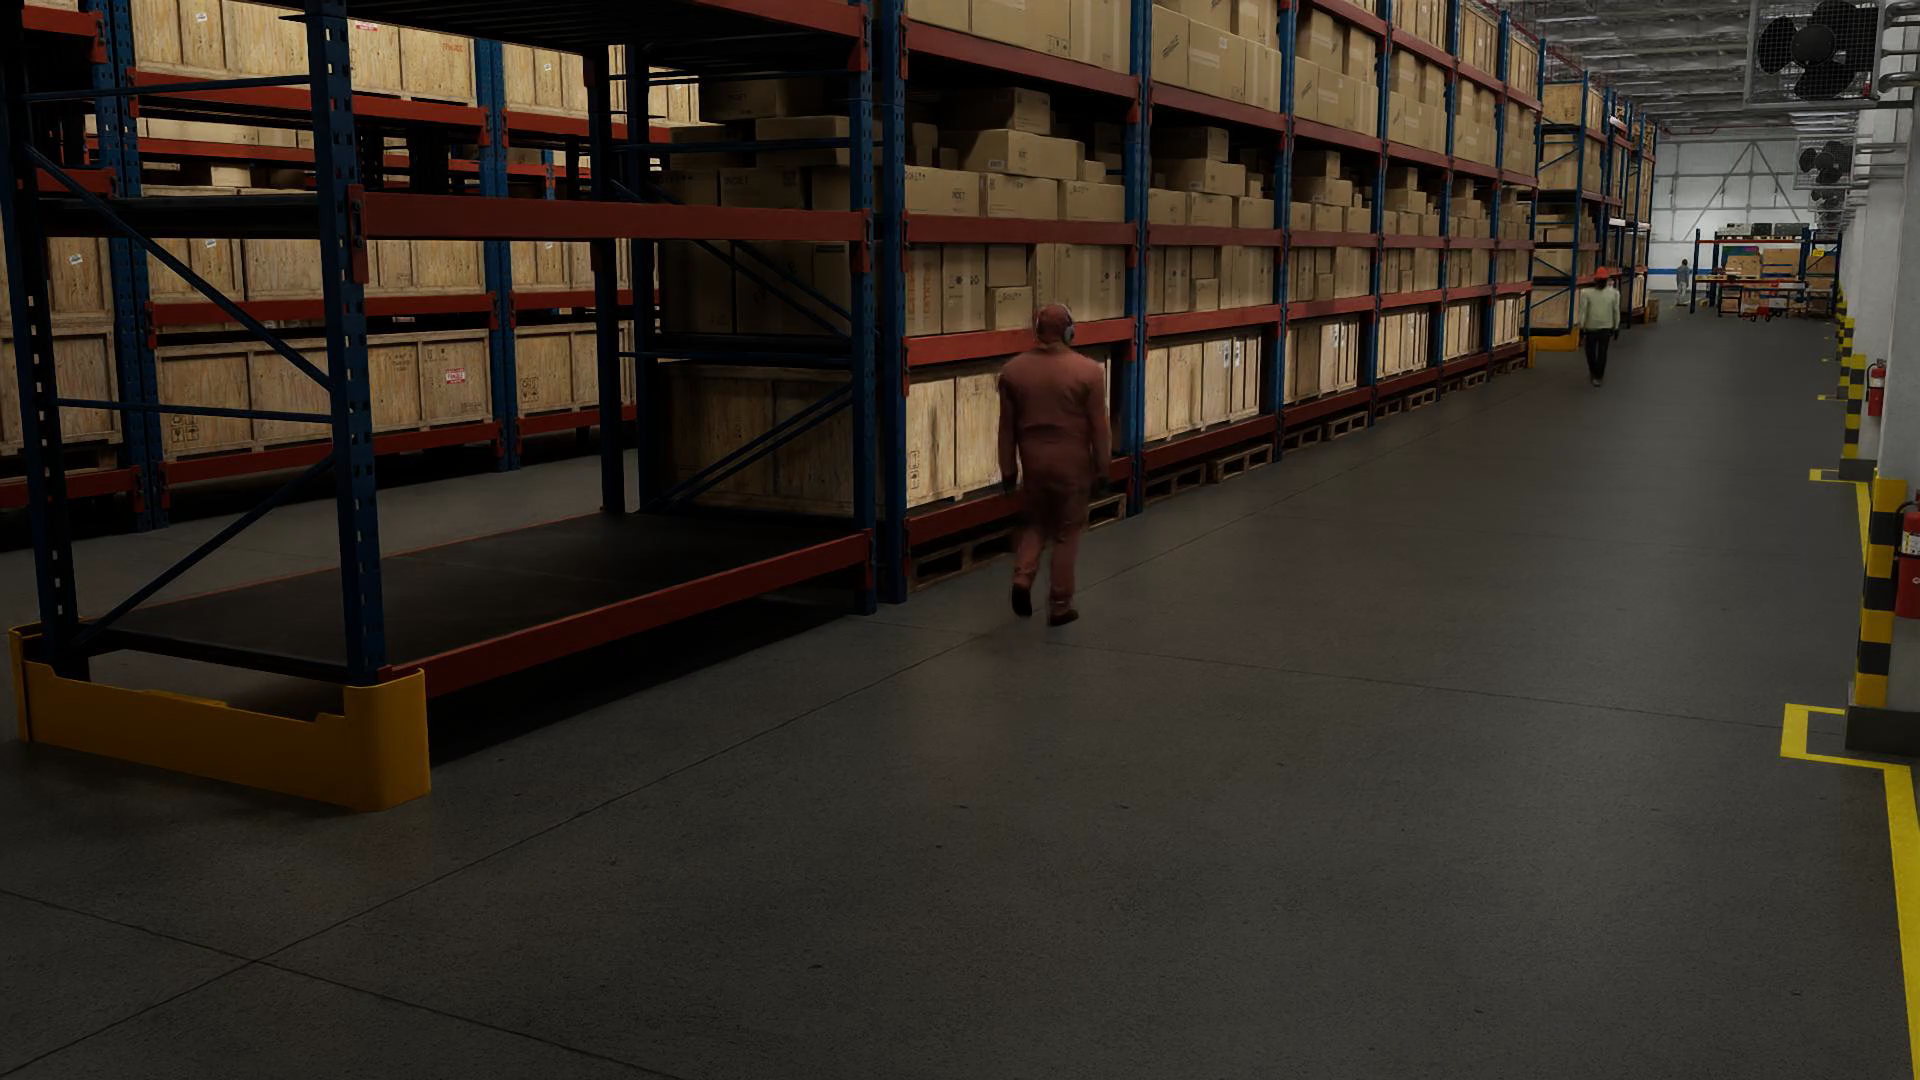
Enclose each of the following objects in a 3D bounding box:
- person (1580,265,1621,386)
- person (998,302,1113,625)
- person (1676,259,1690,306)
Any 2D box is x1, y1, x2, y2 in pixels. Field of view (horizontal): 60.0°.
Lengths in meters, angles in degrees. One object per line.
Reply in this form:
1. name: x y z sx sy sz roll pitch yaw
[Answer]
1. person: 10.469 -3.502 27.207 0.638 1.976 0.465 5 11 27
2. person: 0.568 -0.431 9.706 0.647 1.892 0.447 5 11 28
3. person: 29.432 -10.473 67.738 0.366 1.932 0.630 -4 11 -22
